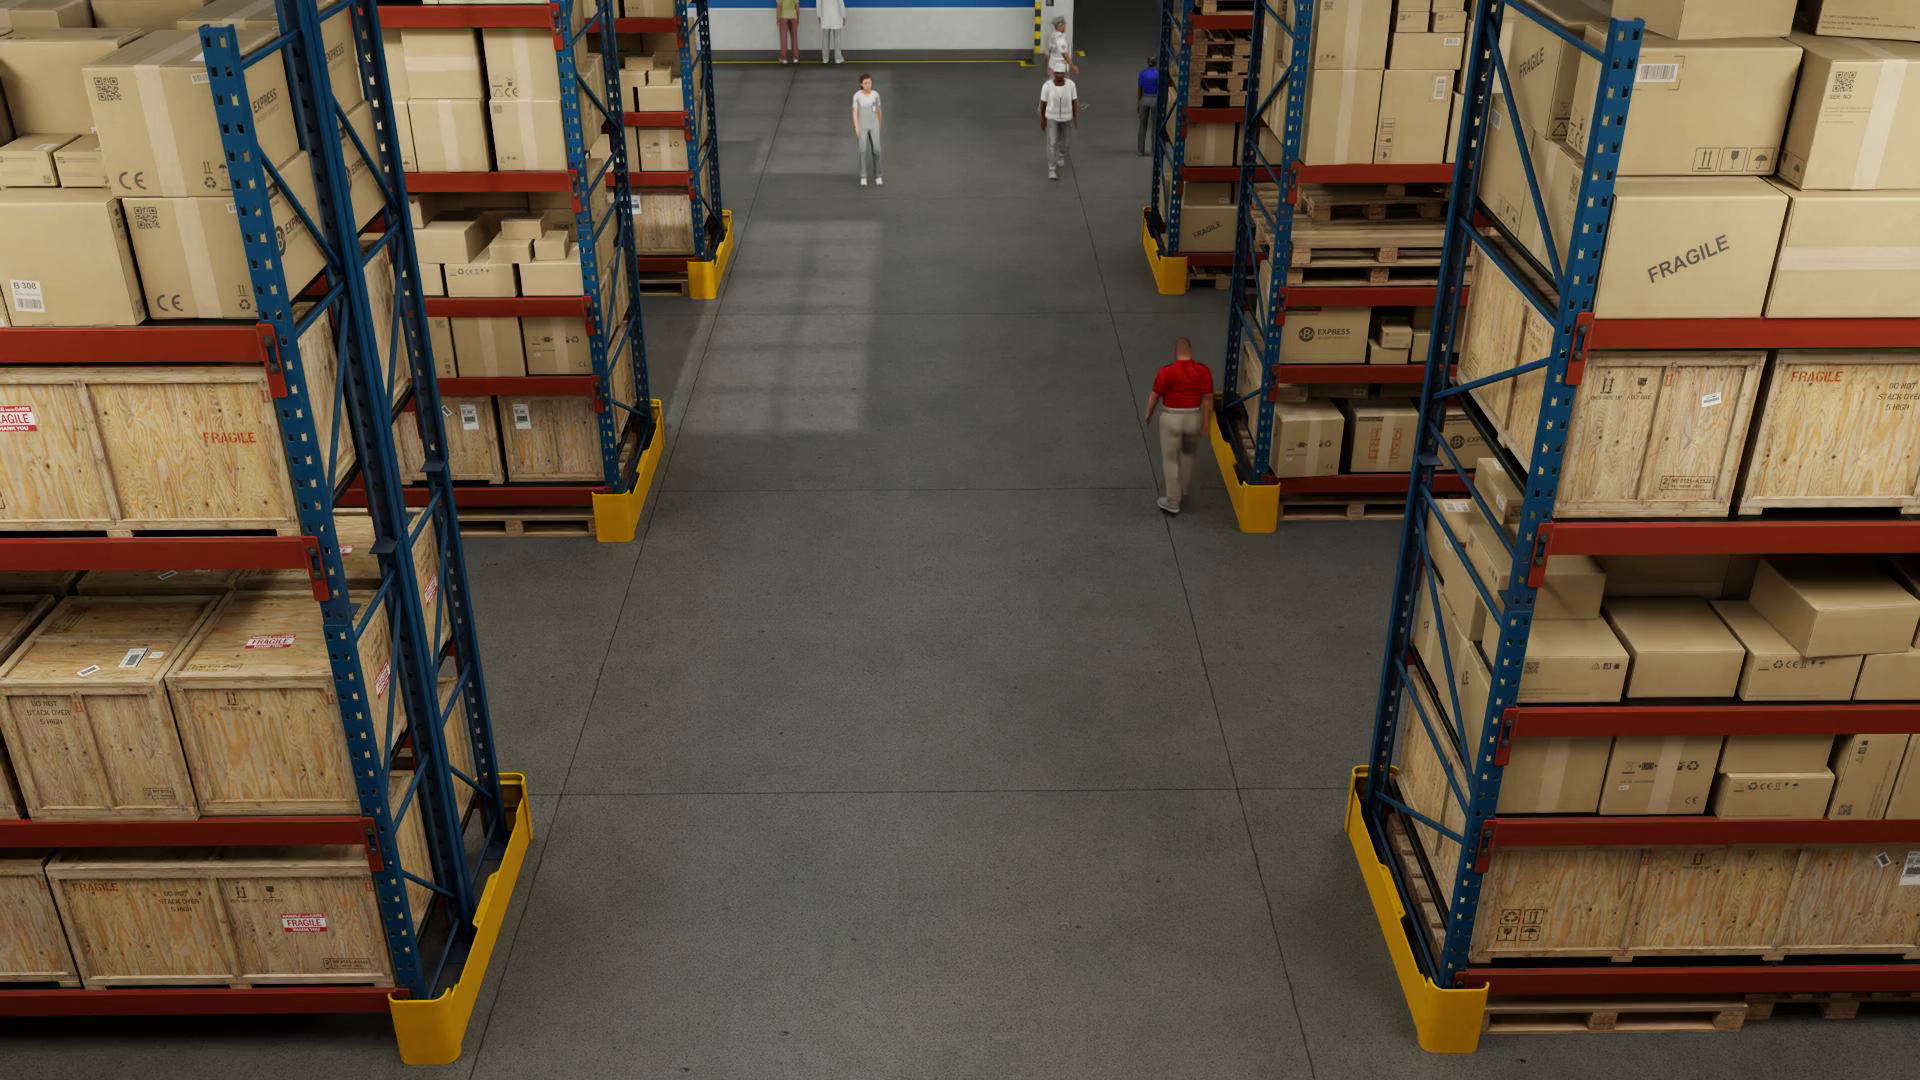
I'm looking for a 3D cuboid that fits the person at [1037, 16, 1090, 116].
[{"bbox_3d":[1.864,-8.421,29.555,0.994,1.737,0.532,-3,28,-5],"label":"person"}]

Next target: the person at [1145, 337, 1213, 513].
[{"bbox_3d":[2.108,-1.158,16.073,0.569,1.719,0.722,-5,29,-9],"label":"person"}]

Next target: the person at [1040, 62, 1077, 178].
[{"bbox_3d":[1.557,-6.682,26.321,0.580,1.758,0.811,-4,28,-7],"label":"person"}]

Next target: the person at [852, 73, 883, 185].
[{"bbox_3d":[-1.433,-6.386,25.847,0.458,1.679,0.482,-5,29,-9],"label":"person"}]

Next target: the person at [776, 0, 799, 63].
[{"bbox_3d":[-3.463,-10.451,33.419,0.474,1.680,0.364,-10,30,-17],"label":"person"}]

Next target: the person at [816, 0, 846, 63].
[{"bbox_3d":[-2.574,-10.514,33.405,0.600,1.779,0.409,5,29,9],"label":"person"}]

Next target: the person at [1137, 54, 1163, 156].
[{"bbox_3d":[3.135,-7.151,27.323,0.444,1.662,0.325,8,29,15],"label":"person"}]
